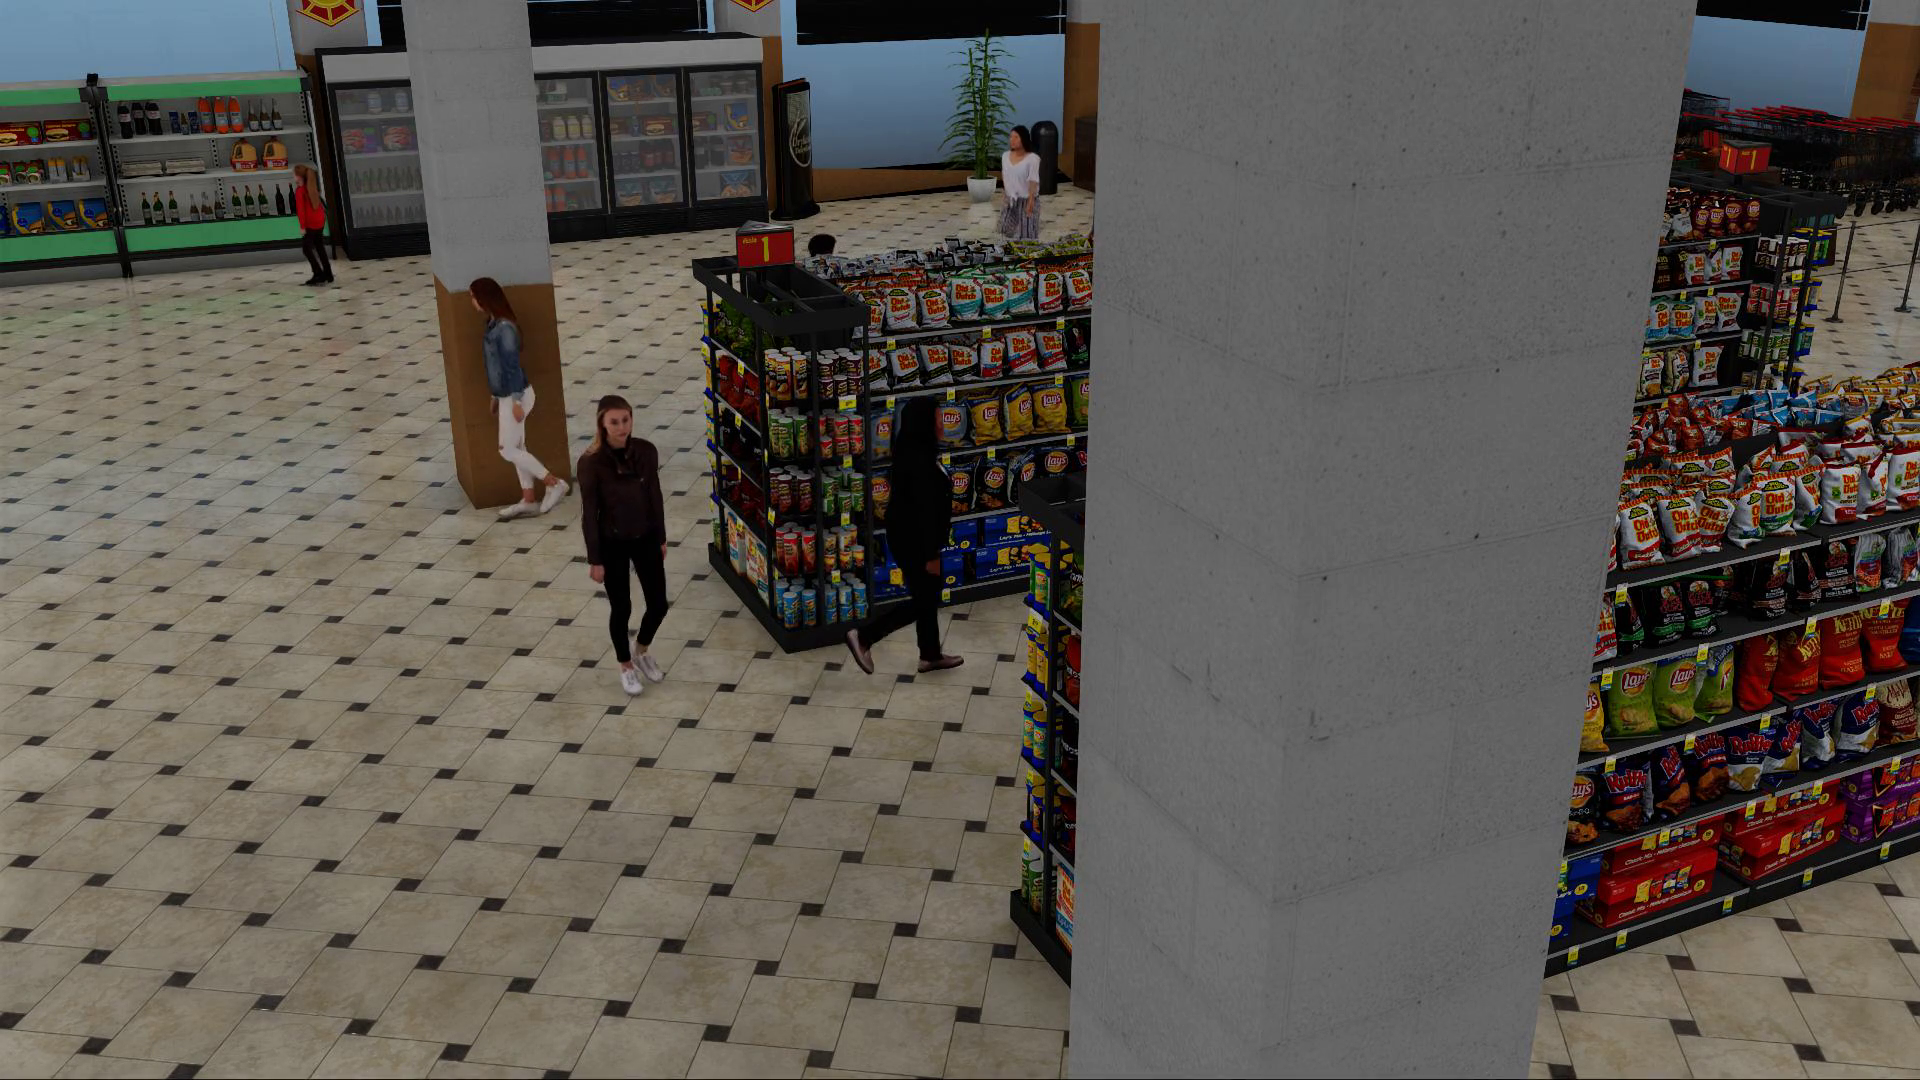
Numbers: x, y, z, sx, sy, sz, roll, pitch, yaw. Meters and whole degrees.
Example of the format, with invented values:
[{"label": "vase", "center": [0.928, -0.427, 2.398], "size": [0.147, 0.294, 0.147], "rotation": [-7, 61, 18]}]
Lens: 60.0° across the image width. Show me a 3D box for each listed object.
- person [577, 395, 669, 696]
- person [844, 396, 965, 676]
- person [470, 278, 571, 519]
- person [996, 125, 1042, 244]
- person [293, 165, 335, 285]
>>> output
[{"label": "person", "center": [-1.817, 0.011, 8.928], "size": [0.533, 1.691, 0.711], "rotation": [-13, 26, -30]}, {"label": "person", "center": [-0.310, 0.026, 9.028], "size": [0.990, 1.589, 0.805], "rotation": [-3, 22, -8]}, {"label": "person", "center": [-2.967, -0.960, 11.364], "size": [0.733, 1.677, 0.658], "rotation": [-12, 25, -28]}, {"label": "person", "center": [0.722, -3.700, 18.214], "size": [0.885, 1.655, 0.974], "rotation": [18, 28, 37]}, {"label": "person", "center": [-7.006, -3.410, 18.004], "size": [0.622, 1.273, 0.583], "rotation": [3, 22, 7]}]
